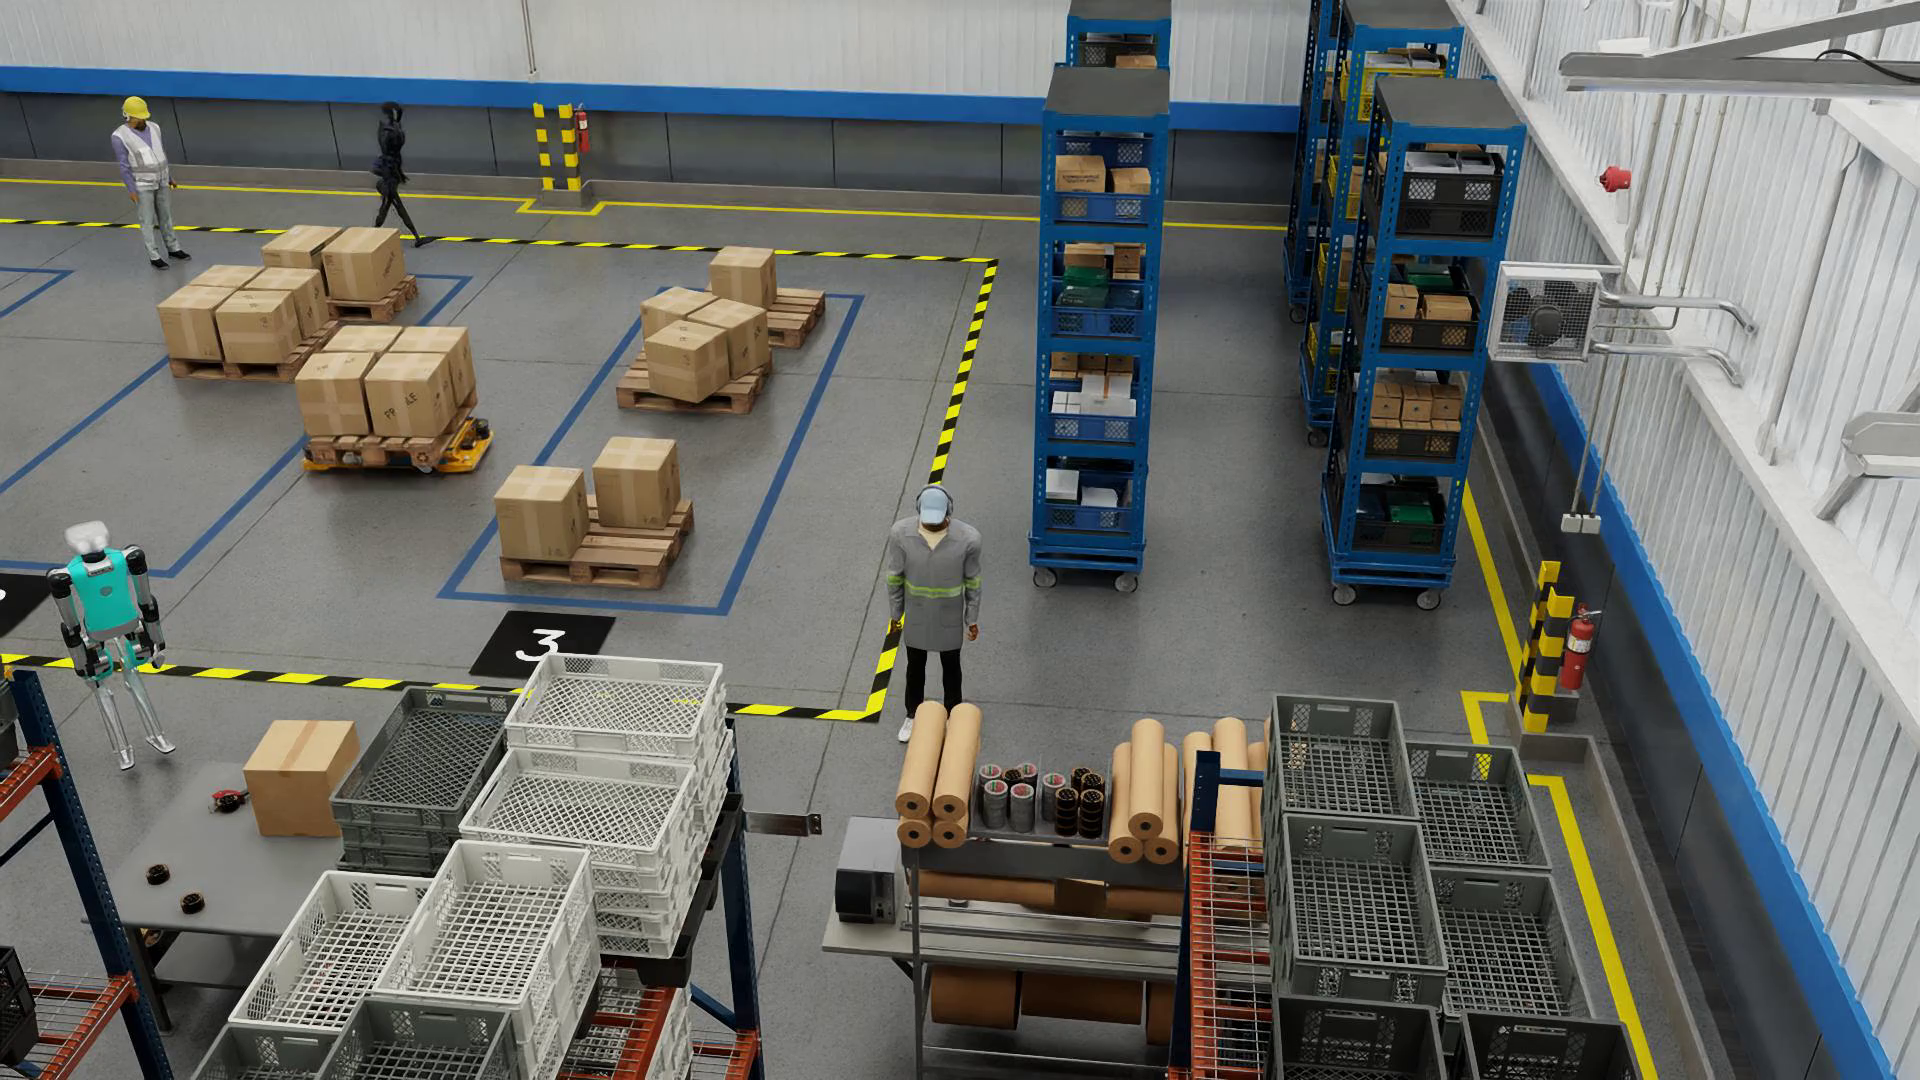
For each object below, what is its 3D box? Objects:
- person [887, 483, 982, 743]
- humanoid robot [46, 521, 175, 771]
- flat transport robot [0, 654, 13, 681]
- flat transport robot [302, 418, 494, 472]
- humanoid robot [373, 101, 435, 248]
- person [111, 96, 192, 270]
[{"bbox_3d":[-0.164,0.459,10.312,0.587,1.851,0.392,3,30,5],"label":"person"},{"bbox_3d":[-5.159,0.580,10.090,0.533,1.672,0.735,-22,37,-33],"label":"humanoid robot"},{"bbox_3d":[-7.142,0.969,11.010,1.431,0.231,0.659,3,30,6],"label":"flat transport robot"},{"bbox_3d":[-4.742,-0.820,14.054,1.431,0.197,0.652,1,30,2],"label":"flat transport robot"},{"bbox_3d":[-6.232,-3.984,18.175,0.805,1.613,0.616,0,30,-1],"label":"humanoid robot"},{"bbox_3d":[-8.587,-3.797,17.651,0.404,1.822,0.586,13,33,22],"label":"person"}]
